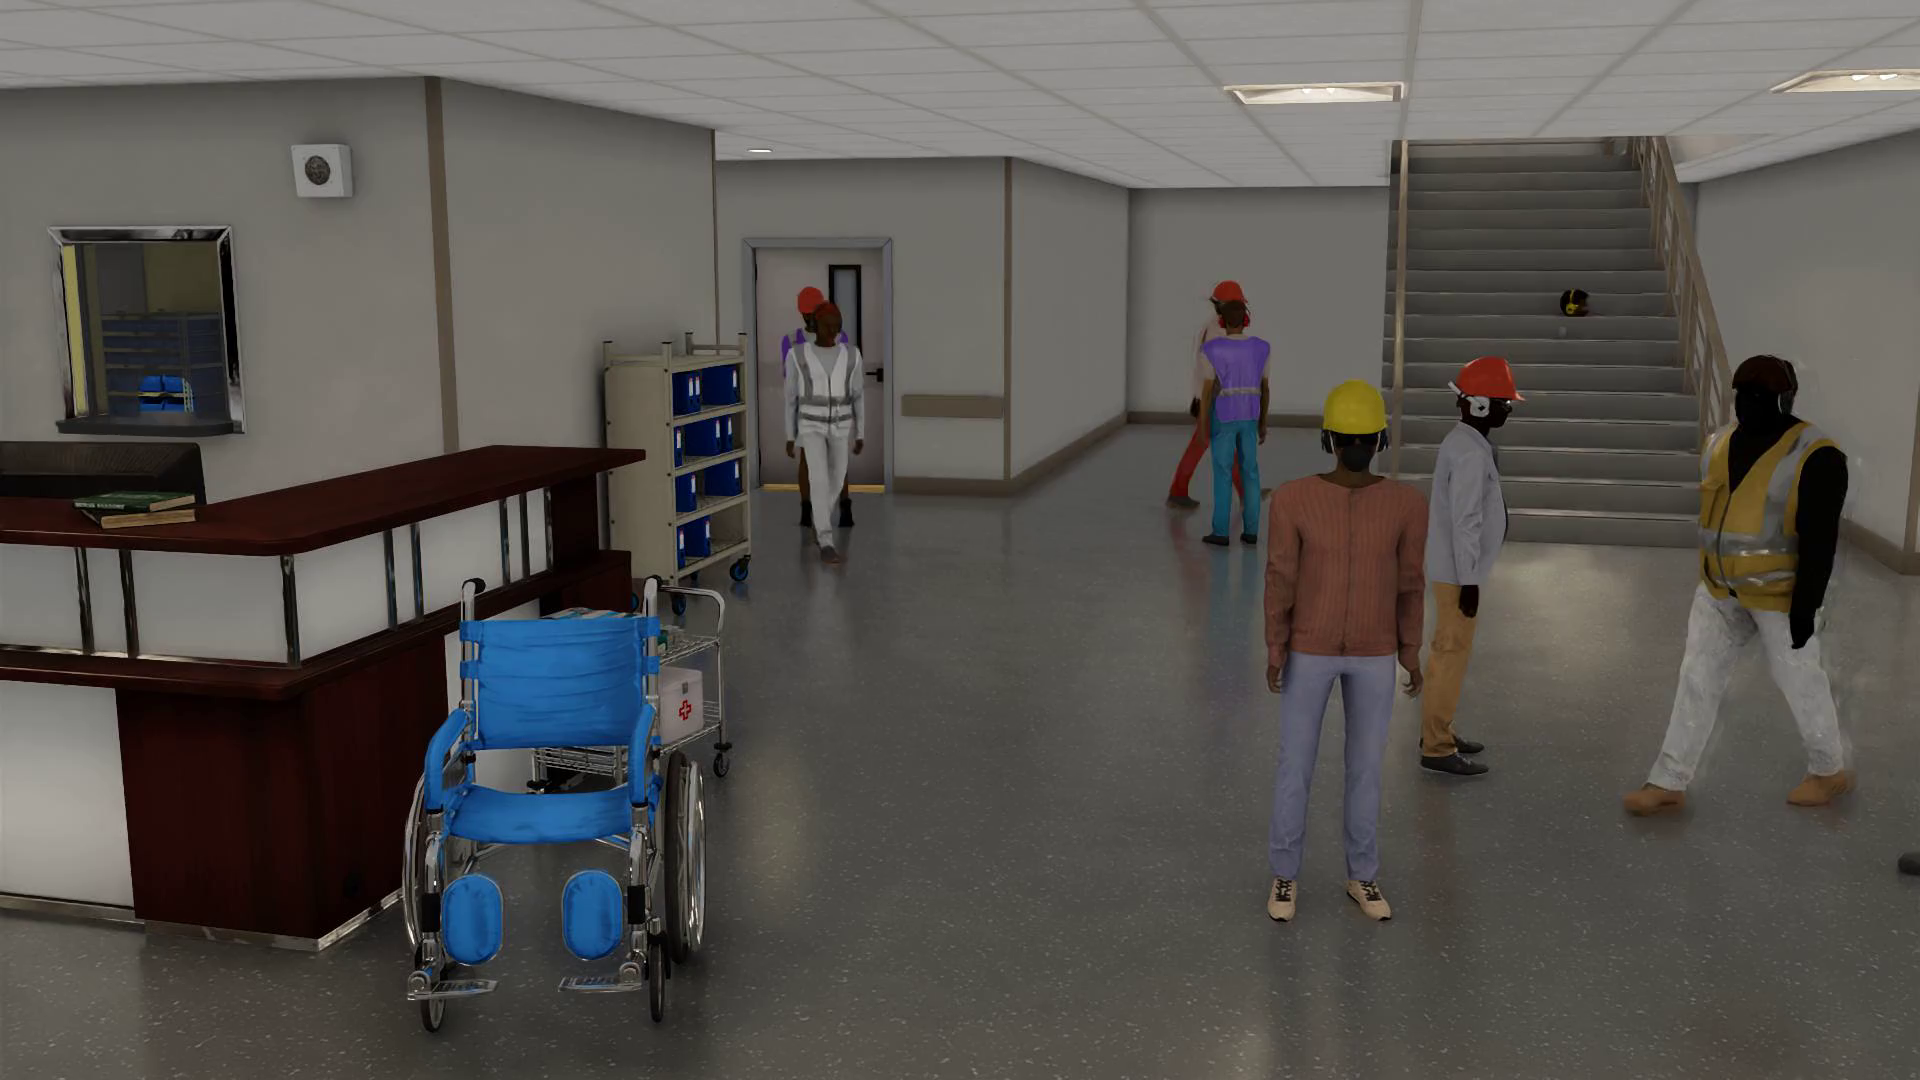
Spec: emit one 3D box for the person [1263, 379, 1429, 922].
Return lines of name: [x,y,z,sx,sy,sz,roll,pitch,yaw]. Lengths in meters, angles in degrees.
person: [1.239,0.365,5.375,0.523,1.769,0.322,0,10,1]

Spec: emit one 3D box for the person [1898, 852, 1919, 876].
person: [3.505,0.252,5.511,0.402,1.944,0.605,-2,10,-9]

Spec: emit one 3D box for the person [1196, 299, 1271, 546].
person: [2.049,-0.869,12.421,0.566,1.839,0.381,-3,10,-17]

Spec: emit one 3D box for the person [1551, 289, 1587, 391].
person: [5.519,-1.350,15.188,0.313,1.868,0.550,5,11,28]

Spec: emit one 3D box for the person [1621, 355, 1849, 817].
person: [3.095,0.183,6.395,0.984,1.794,0.638,-4,11,-24]

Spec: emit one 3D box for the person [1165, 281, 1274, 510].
person: [2.213,-1.221,14.164,1.010,1.944,0.648,-2,10,-9]

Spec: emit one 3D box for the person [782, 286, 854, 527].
person: [-1.133,-1.060,13.295,0.554,1.925,0.402,-2,10,-9]

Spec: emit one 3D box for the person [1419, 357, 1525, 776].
person: [2.144,0.105,6.978,0.361,1.742,0.563,2,10,14]

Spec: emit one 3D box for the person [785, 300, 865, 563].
person: [-0.988,-0.802,12.012,0.579,1.856,0.867,-4,10,-20]
